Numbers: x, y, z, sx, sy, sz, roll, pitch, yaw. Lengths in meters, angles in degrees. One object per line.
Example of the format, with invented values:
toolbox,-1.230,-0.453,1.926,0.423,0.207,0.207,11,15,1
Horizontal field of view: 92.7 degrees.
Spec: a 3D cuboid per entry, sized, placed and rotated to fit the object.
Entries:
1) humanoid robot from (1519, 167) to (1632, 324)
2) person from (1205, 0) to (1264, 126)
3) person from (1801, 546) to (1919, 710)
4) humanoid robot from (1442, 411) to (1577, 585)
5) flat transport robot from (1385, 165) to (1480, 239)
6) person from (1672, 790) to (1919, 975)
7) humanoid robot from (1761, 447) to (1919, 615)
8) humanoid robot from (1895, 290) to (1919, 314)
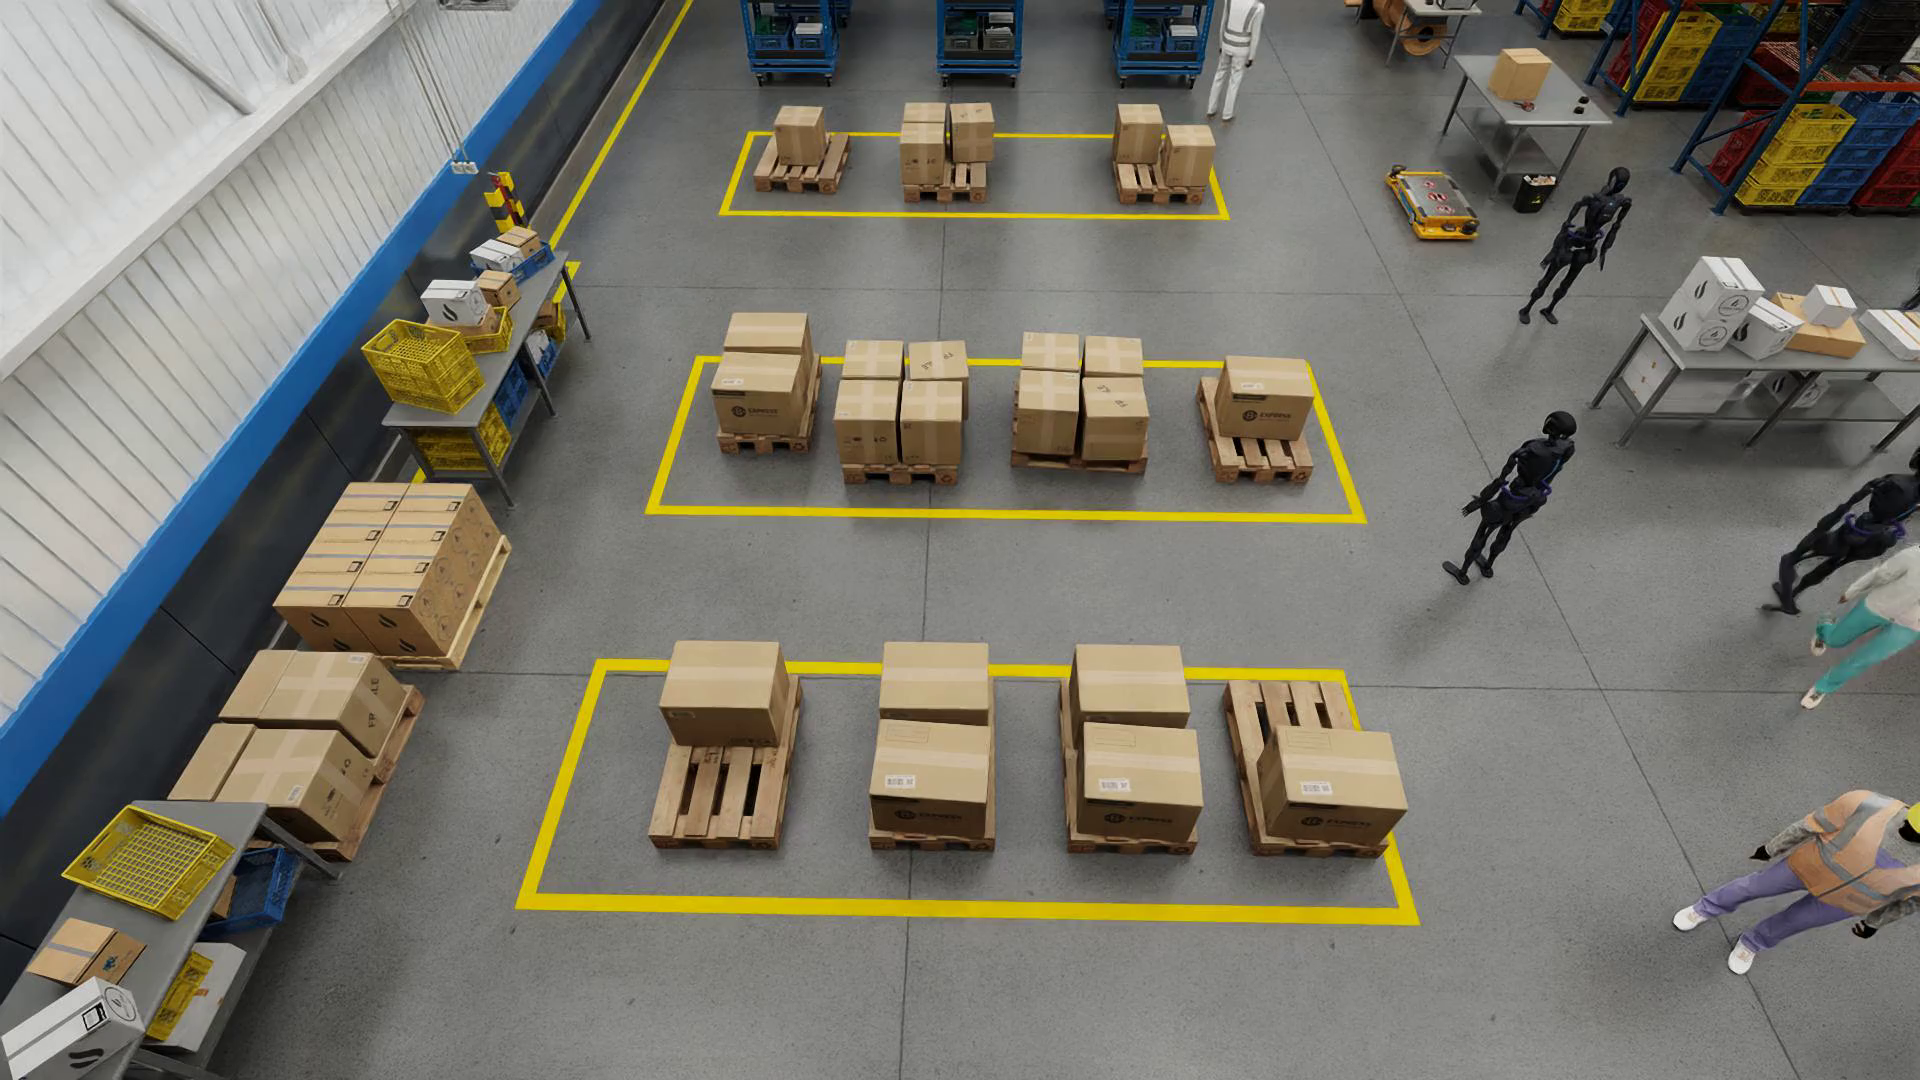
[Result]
humanoid robot,6.135,-2.884,9.089,0.589,1.657,0.327,1,49,1
person,3.626,-6.443,12.046,0.574,1.882,0.346,35,58,27
person,6.285,0.468,6.148,0.579,1.743,0.549,-35,58,-27
humanoid robot,4.133,-0.315,6.865,0.587,1.657,0.330,-12,50,-10
flat transport robot,5.692,-4.094,11.059,0.652,0.197,1.431,1,49,1
person,4.620,1.817,4.866,0.375,1.922,0.591,-30,56,-24
humanoid robot,6.501,-0.071,6.659,0.613,1.646,0.479,5,49,4
humanoid robot,9.731,-2.616,8.908,0.713,1.639,0.602,-19,52,-16
